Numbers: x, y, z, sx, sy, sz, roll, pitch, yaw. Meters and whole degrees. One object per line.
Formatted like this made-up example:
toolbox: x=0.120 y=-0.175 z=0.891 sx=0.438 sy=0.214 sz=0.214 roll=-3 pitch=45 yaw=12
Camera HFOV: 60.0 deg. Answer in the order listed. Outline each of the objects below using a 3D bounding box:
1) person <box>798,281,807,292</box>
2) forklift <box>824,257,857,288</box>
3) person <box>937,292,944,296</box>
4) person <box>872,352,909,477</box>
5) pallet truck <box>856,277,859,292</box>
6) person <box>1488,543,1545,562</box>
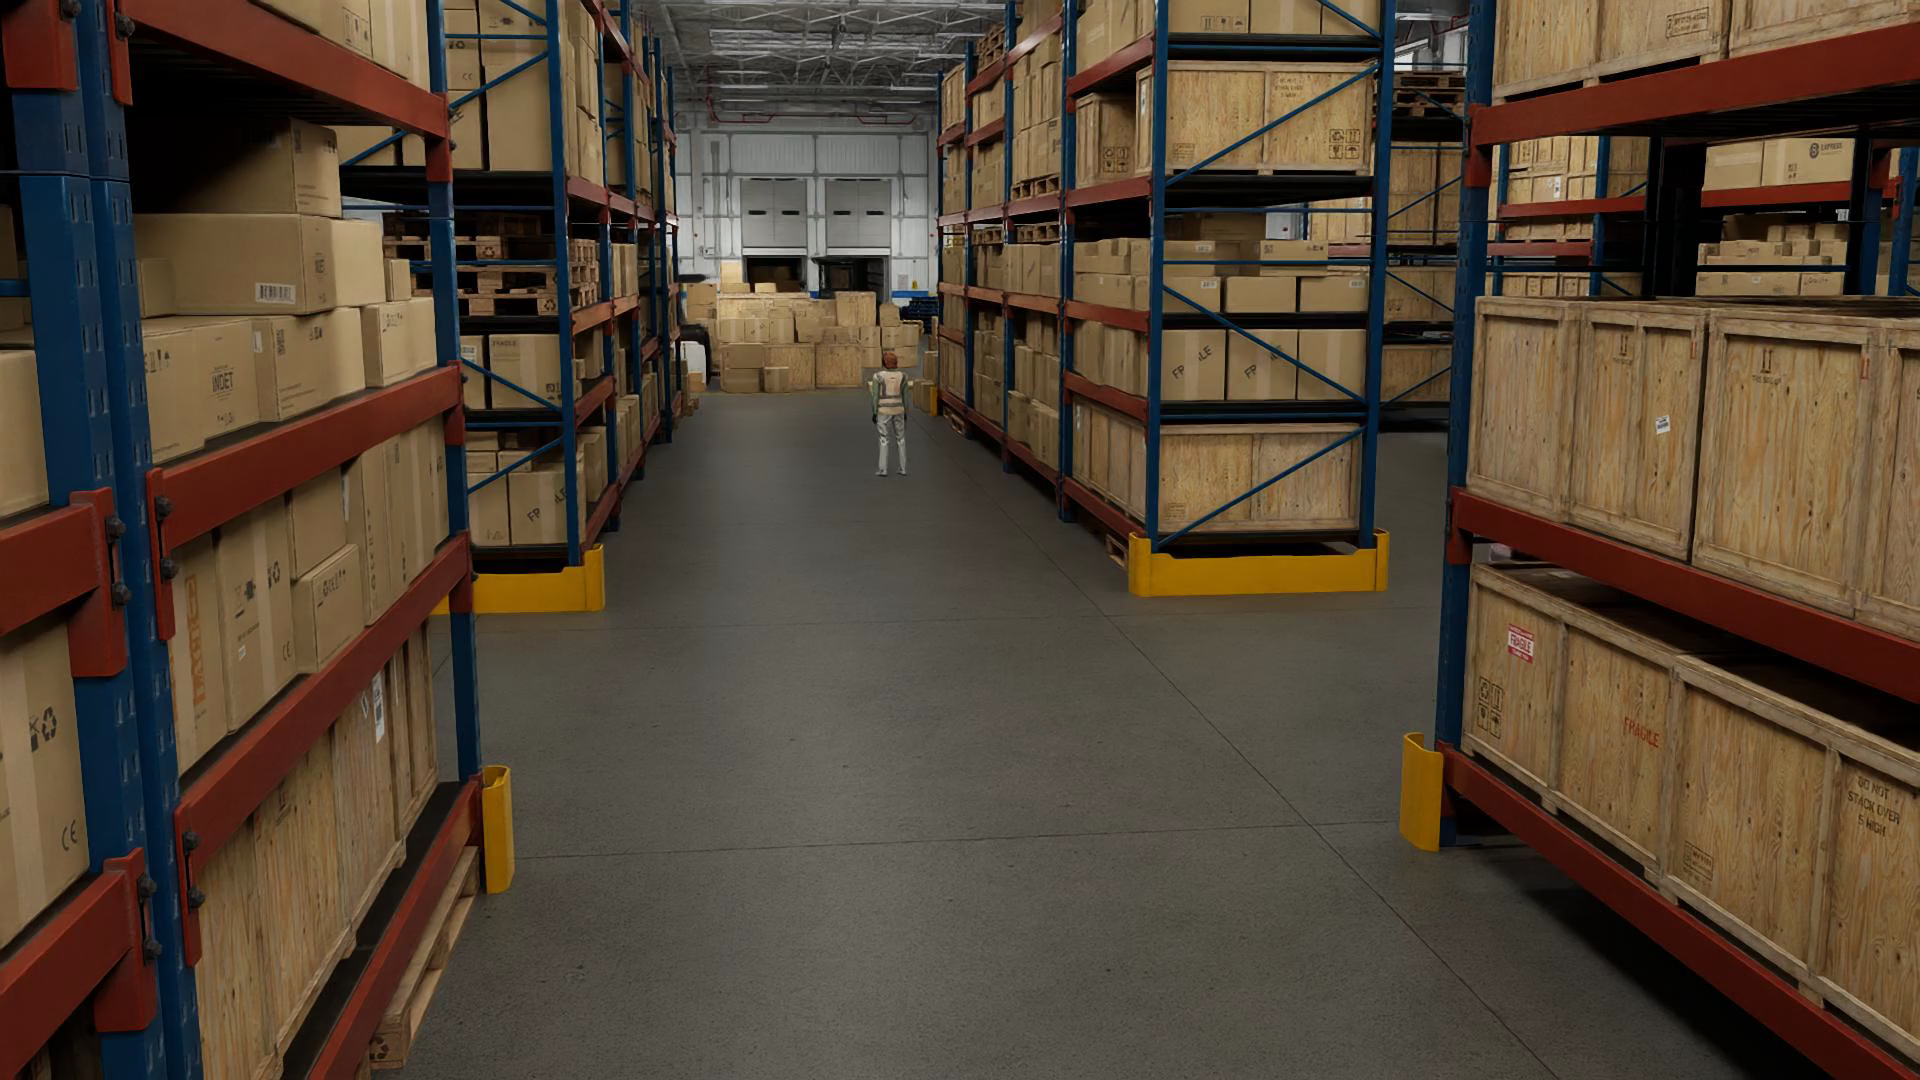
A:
person: x=-5.730 y=-8.433 z=60.401 sx=0.352 sy=1.937 sz=0.635 roll=-3 pitch=10 yaw=-19
forklift: x=-3.452 y=-6.789 z=48.092 sx=1.129 sy=2.768 sz=1.873 roll=2 pitch=10 yaw=13
person: x=-0.604 y=-9.192 z=64.983 sx=0.574 sy=1.881 sz=0.357 roll=3 pitch=10 yaw=17
person: x=-0.906 y=-1.645 z=21.798 sx=0.507 sy=1.630 sz=0.316 roll=-4 pitch=11 yaw=-23
pallet truck: x=-3.782 y=-9.391 z=65.808 sx=1.885 sy=1.965 sz=0.823 roll=2 pitch=10 yaw=10
person: x=3.210 y=0.346 z=9.441 sx=0.817 sy=1.893 sz=0.598 roll=2 pitch=10 yaw=10
